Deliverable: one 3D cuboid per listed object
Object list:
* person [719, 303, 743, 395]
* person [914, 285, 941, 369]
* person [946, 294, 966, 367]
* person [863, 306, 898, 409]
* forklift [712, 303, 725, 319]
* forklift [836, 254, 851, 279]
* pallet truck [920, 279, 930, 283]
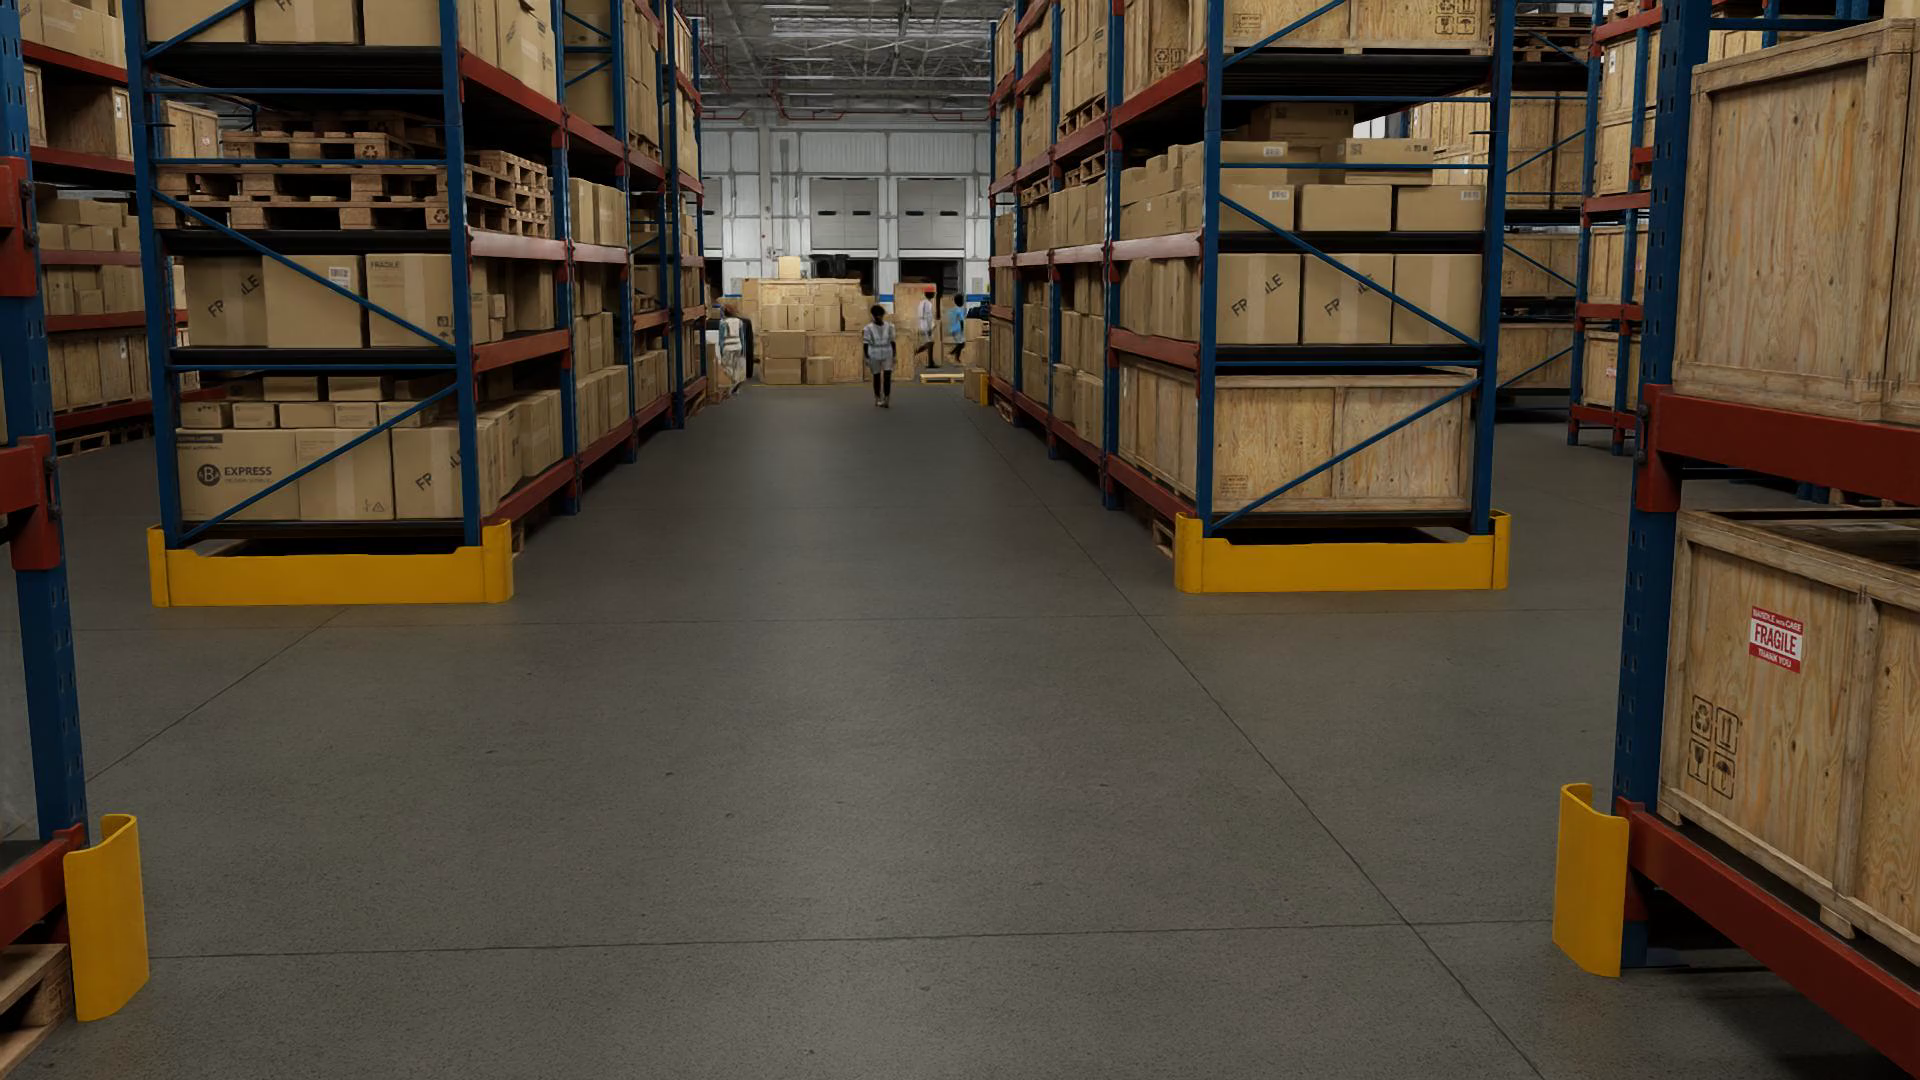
[{"bbox_3d":[-4.035,-3.368,29.383,0.394,1.620,0.544,9,13,44],"label":"person"},{"bbox_3d":[-0.801,-4.810,37.588,0.680,1.919,0.541,-1,9,-8],"label":"person"},{"bbox_3d":[-0.081,-4.813,38.275,0.448,1.685,0.547,-3,10,-19],"label":"person"},{"bbox_3d":[-1.259,-2.912,26.482,0.589,1.629,0.875,-1,9,-8],"label":"person"},{"bbox_3d":[-9.166,-8.488,57.628,1.873,2.768,1.129,-4,10,-21],"label":"forklift"},{"bbox_3d":[-3.979,-8.299,56.443,1.873,2.768,1.129,0,9,3],"label":"forklift"},{"bbox_3d":[-0.932,-8.922,63.114,1.885,1.965,0.823,2,9,13],"label":"pallet truck"}]
